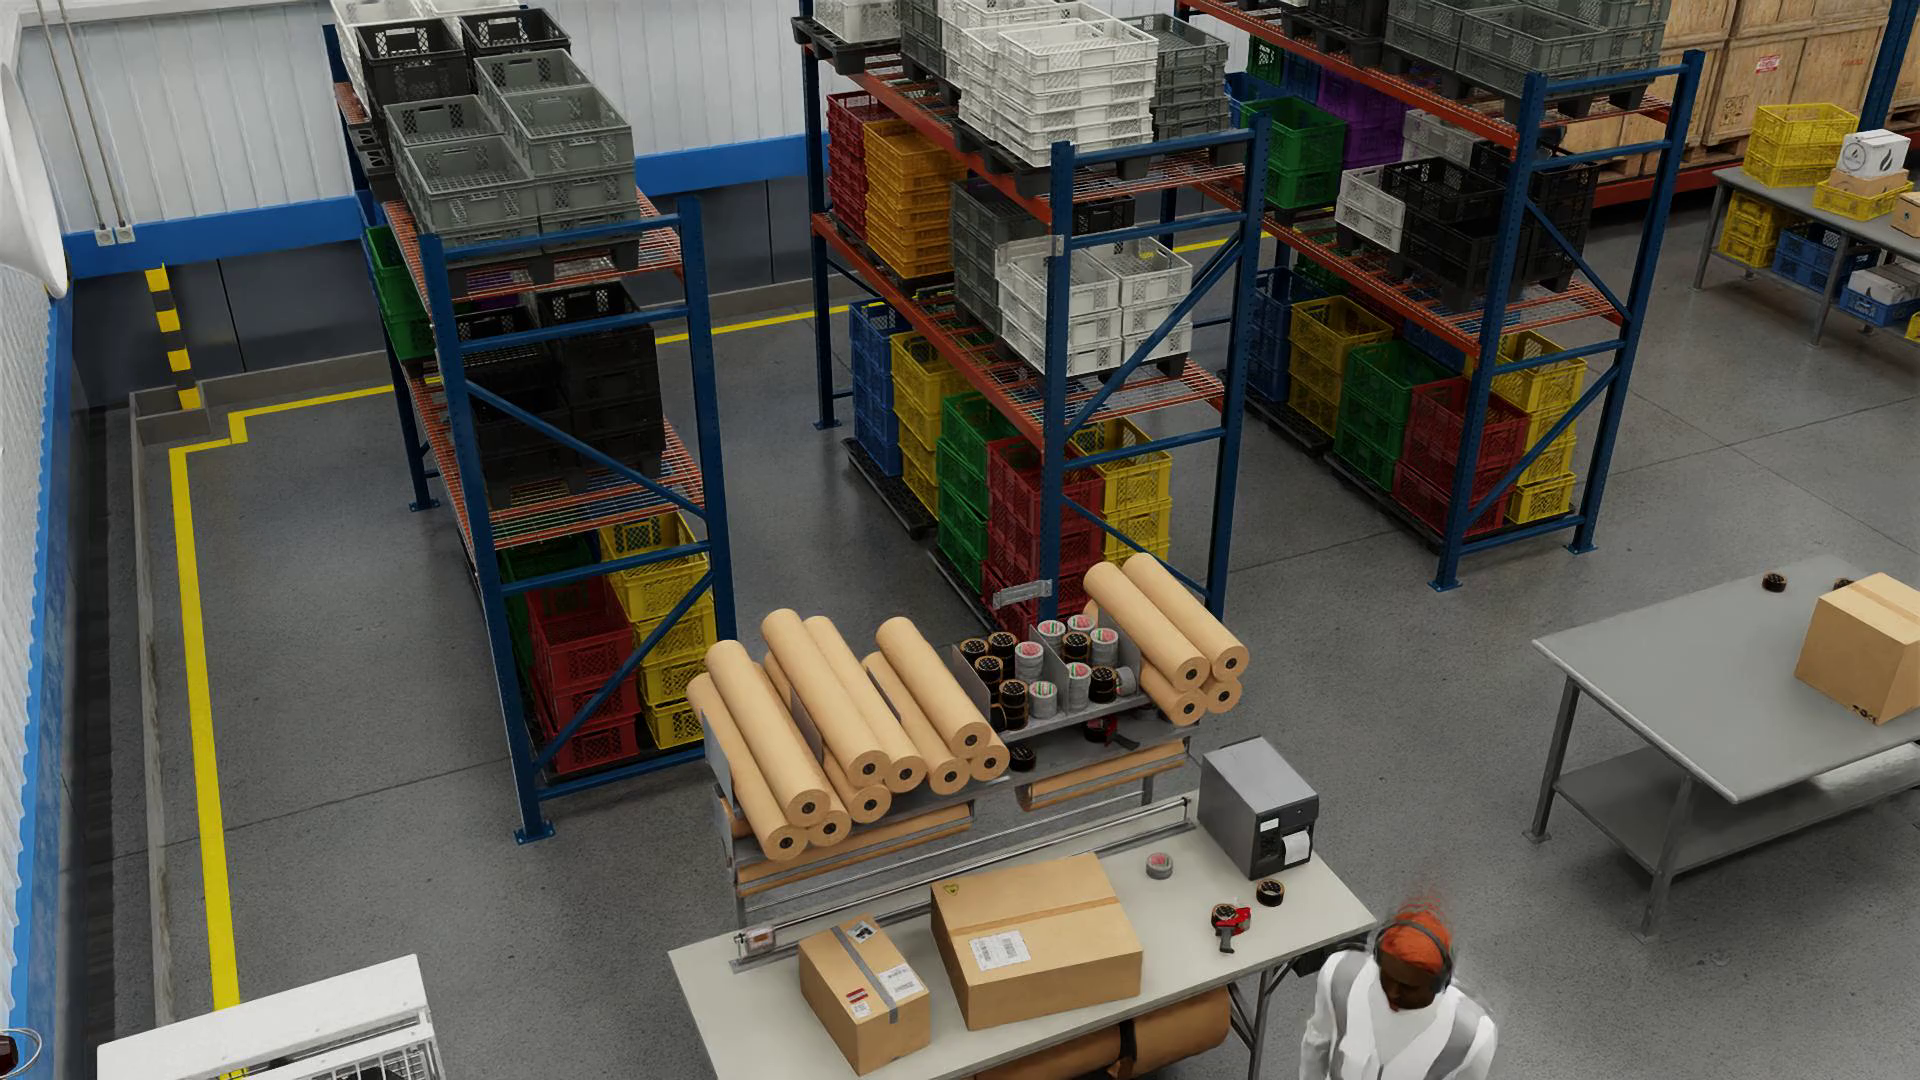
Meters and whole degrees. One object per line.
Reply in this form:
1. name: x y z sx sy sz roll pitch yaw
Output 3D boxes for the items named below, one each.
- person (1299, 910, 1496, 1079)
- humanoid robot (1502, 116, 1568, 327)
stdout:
1. person: 1.354 1.893 5.366 0.599 1.871 0.448 18 36 27
2. humanoid robot: 4.311 -2.355 12.453 0.416 1.642 0.585 0 32 0
